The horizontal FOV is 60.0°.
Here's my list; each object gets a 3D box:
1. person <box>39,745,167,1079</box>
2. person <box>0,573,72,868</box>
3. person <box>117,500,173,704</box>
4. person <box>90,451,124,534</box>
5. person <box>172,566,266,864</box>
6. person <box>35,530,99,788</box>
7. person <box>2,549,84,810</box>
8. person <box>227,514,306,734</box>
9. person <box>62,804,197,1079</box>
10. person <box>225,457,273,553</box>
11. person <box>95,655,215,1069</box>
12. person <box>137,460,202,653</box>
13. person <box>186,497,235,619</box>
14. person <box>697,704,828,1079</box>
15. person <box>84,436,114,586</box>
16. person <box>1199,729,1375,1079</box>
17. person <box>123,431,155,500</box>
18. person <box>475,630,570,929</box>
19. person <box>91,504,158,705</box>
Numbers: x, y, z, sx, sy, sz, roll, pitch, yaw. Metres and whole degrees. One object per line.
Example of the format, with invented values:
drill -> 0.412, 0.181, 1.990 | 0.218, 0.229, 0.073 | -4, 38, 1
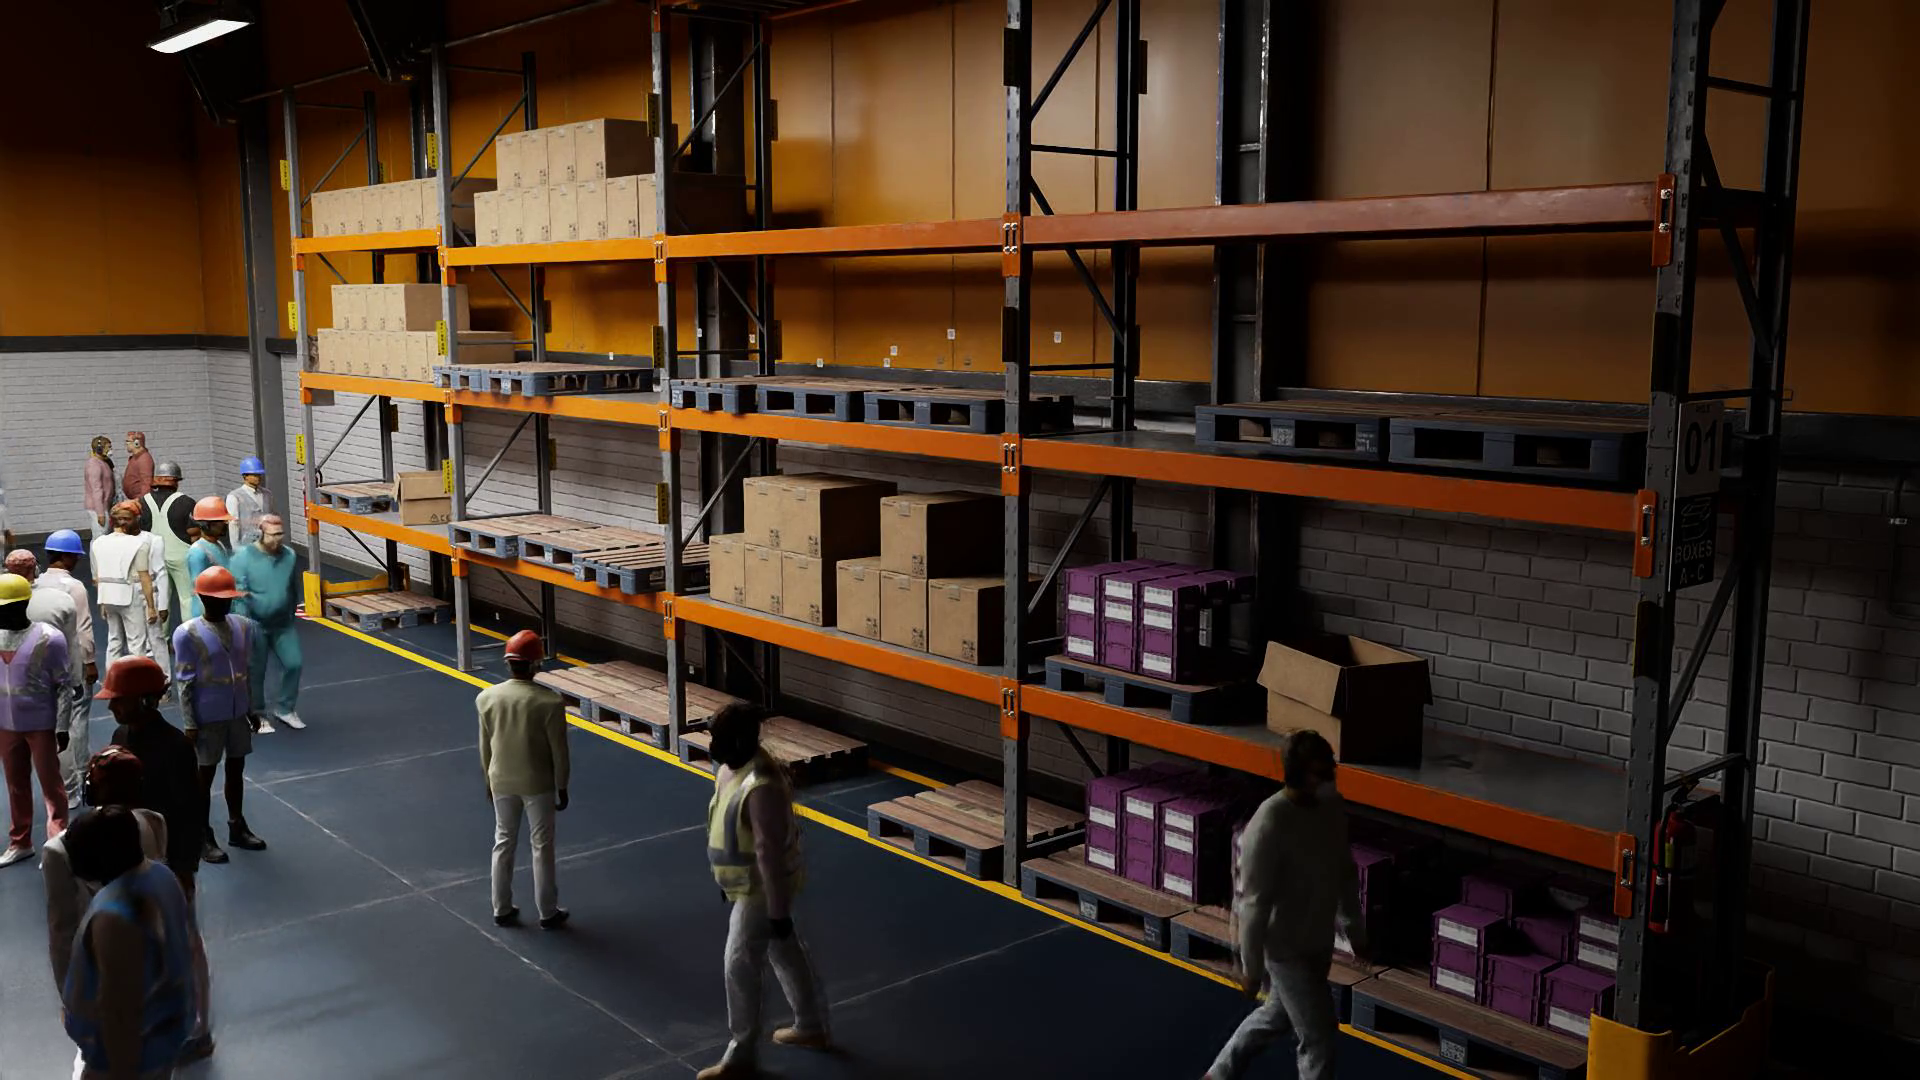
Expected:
person -> -3.386, 1.752, 6.705 | 0.354, 1.886, 0.572 | 3, 9, 21
person -> -5.997, 1.161, 10.669 | 0.590, 1.926, 0.388 | 1, 8, 7
person -> -7.417, 0.565, 15.035 | 0.590, 1.872, 0.374 | 2, 8, 13
person -> -11.145, -0.329, 21.706 | 0.493, 1.728, 0.324 | 2, 8, 10
person -> -4.827, 1.126, 10.883 | 0.363, 1.935, 0.551 | 5, 9, 29
person -> -6.714, 0.891, 12.512 | 0.603, 1.938, 0.402 | 4, 9, 25
person -> -6.591, 1.011, 11.825 | 0.653, 1.902, 0.400 | -4, 9, -26
person -> -5.796, 0.714, 13.966 | 0.582, 1.879, 0.647 | 6, 10, 36
person -> -3.073, 1.859, 6.159 | 0.450, 1.825, 0.658 | -2, 8, -11
person -> -7.729, 0.065, 18.208 | 0.380, 1.951, 0.605 | 3, 9, 22
person -> -3.849, 1.521, 7.930 | 0.614, 1.993, 0.395 | 6, 10, 34
person -> -8.064, 0.181, 17.085 | 0.679, 2.000, 0.537 | 0, 8, 1
person -> -6.151, 0.656, 13.776 | 0.371, 2.044, 0.608 | -2, 8, -11
person -> -0.920, 1.636, 7.857 | 0.671, 1.805, 0.645 | -2, 8, -15
person -> -11.030, -0.376, 21.364 | 0.378, 1.931, 0.624 | -3, 9, -22
person -> 1.385, 1.702, 7.038 | 0.990, 1.905, 0.636 | 7, 11, 41
person -> -11.038, -0.514, 22.384 | 0.408, 1.909, 0.638 | -5, 10, -31
person -> -2.536, 1.390, 9.726 | 0.562, 1.743, 0.350 | 2, 8, 11
person -> -7.531, 0.589, 14.973 | 0.565, 1.835, 0.382 | 2, 9, 16
